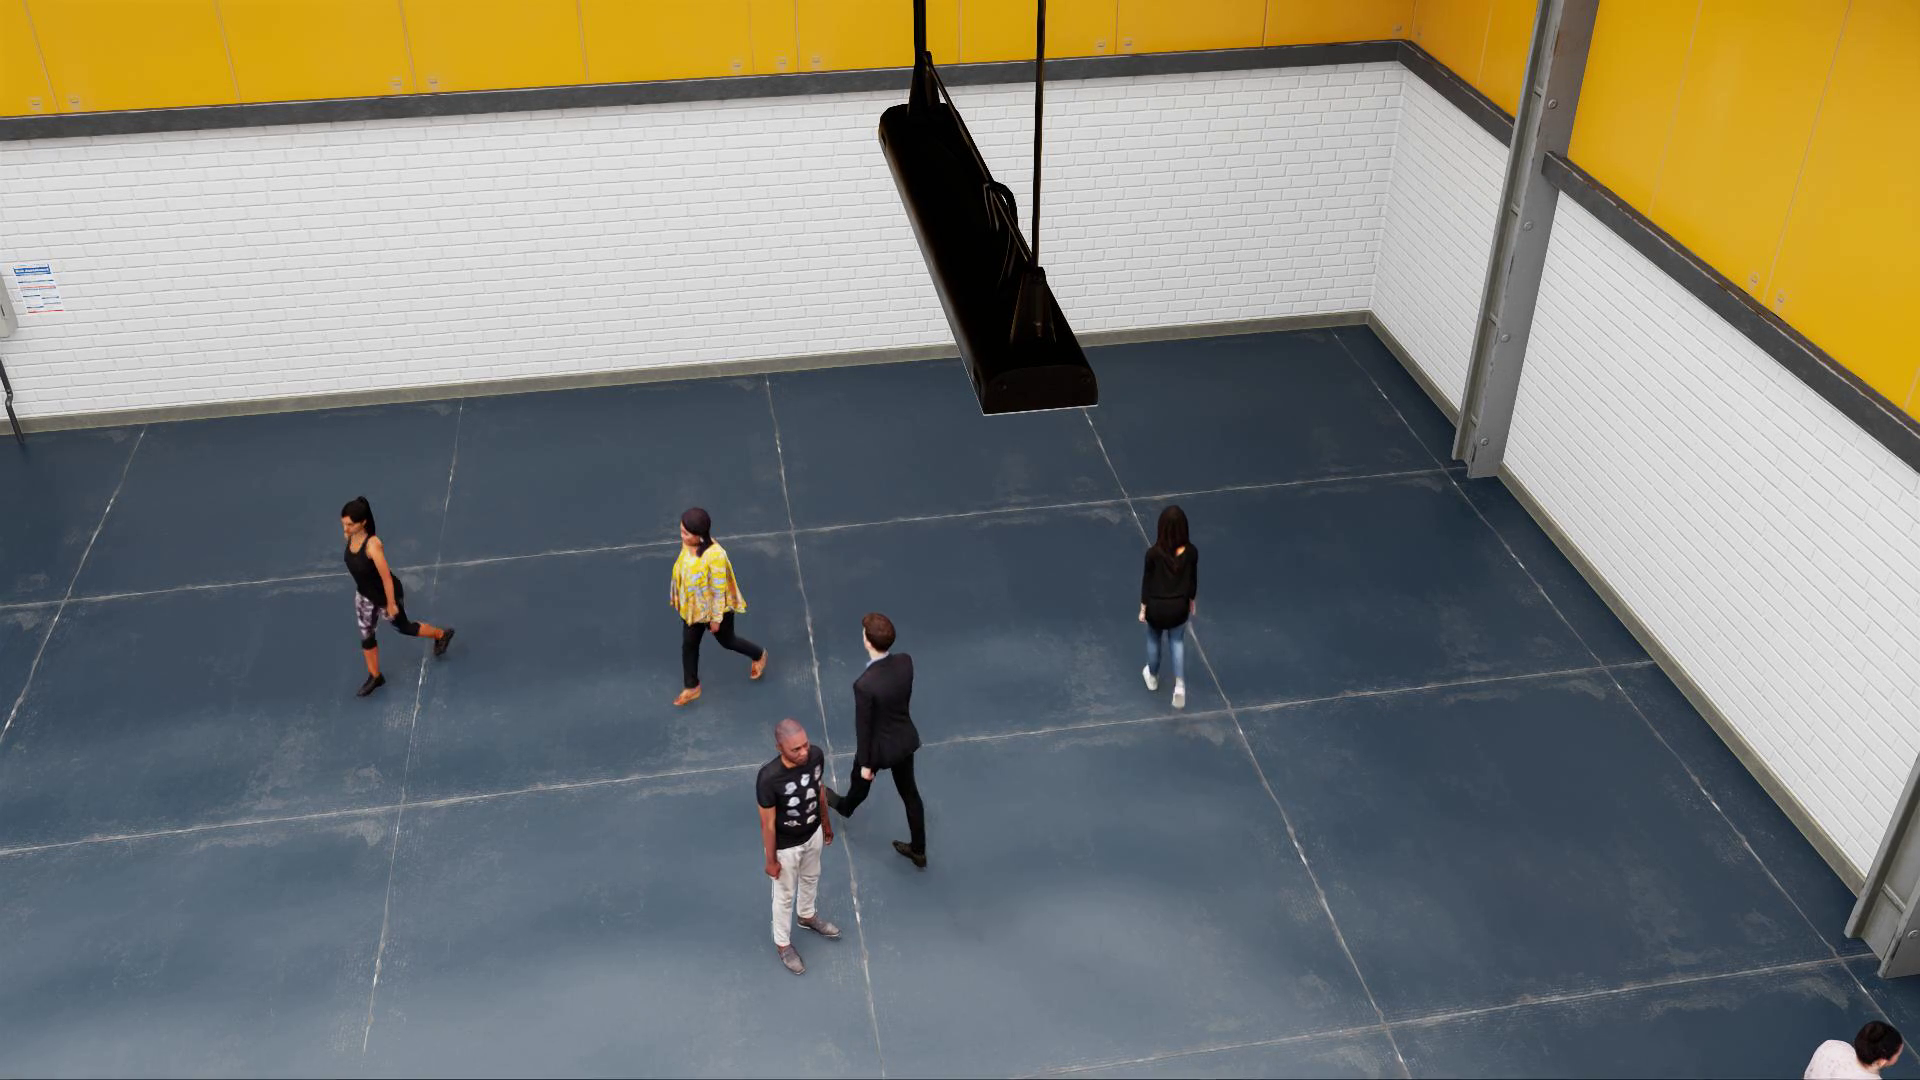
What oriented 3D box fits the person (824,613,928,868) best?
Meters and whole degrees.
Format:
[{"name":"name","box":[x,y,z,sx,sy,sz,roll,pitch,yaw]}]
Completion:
[{"name":"person","box":[-0.410,1.339,10.656,1.310,1.836,1.169,28,42,35]}]

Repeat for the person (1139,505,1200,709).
[{"name":"person","box":[1.521,0.512,12.086,0.587,1.632,0.888,-4,34,-6]}]

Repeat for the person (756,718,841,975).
[{"name":"person","box":[-1.005,1.774,10.032,0.817,1.804,0.778,26,42,34]}]

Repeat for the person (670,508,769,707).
[{"name":"person","box":[-1.763,0.466,12.163,1.105,1.621,1.112,27,42,35]}]

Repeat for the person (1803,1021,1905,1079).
[{"name":"person","box":[4.325,2.990,8.256,0.730,1.744,0.541,-5,34,-8]}]

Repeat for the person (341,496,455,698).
[{"name":"person","box":[-4.224,0.351,12.324,1.074,1.636,1.118,24,41,32]}]
